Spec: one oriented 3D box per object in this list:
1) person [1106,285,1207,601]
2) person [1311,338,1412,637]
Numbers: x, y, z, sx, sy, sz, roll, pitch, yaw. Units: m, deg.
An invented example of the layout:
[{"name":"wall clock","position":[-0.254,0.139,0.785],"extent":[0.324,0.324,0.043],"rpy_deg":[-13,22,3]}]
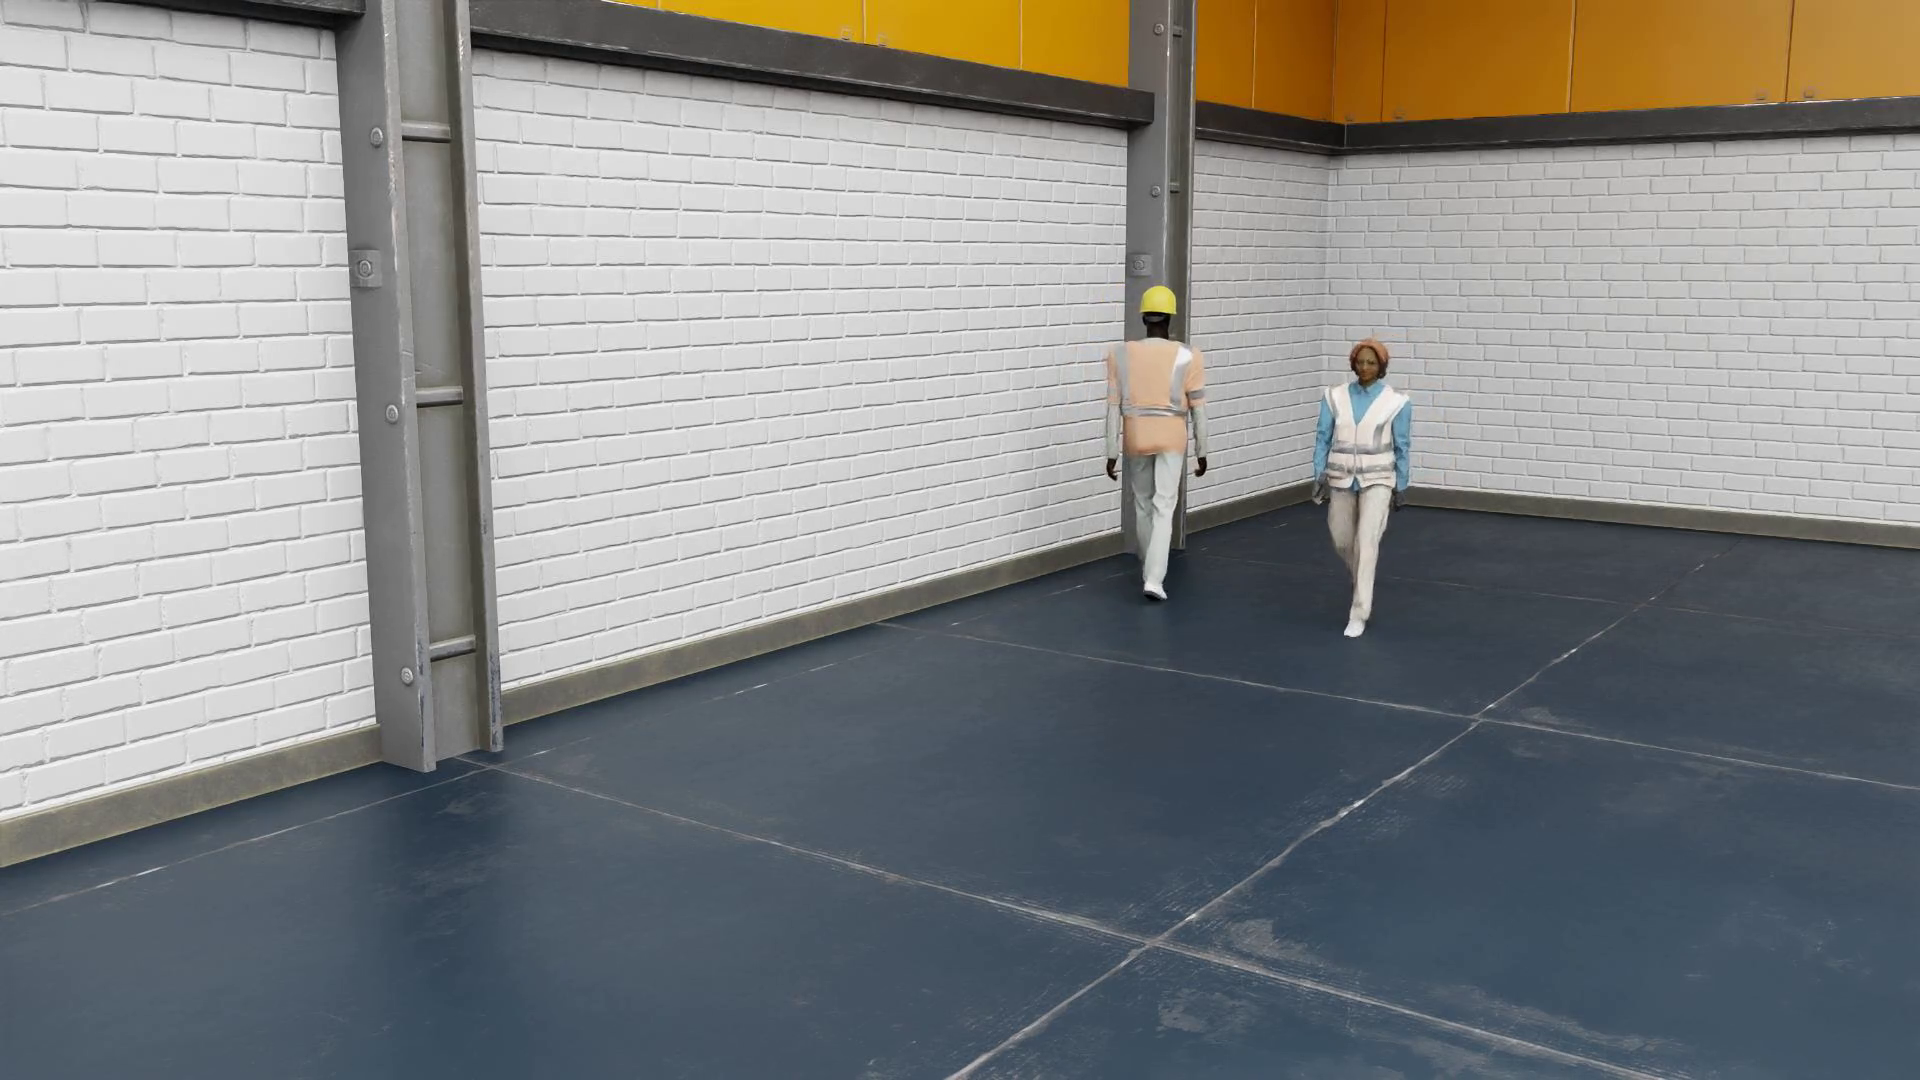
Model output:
[{"name":"person","position":[1.187,-0.596,10.075],"extent":[0.602,1.882,0.960],"rpy_deg":[3,10,19]},{"name":"person","position":[2.236,-0.316,9.205],"extent":[0.510,1.613,0.751],"rpy_deg":[6,11,31]}]
